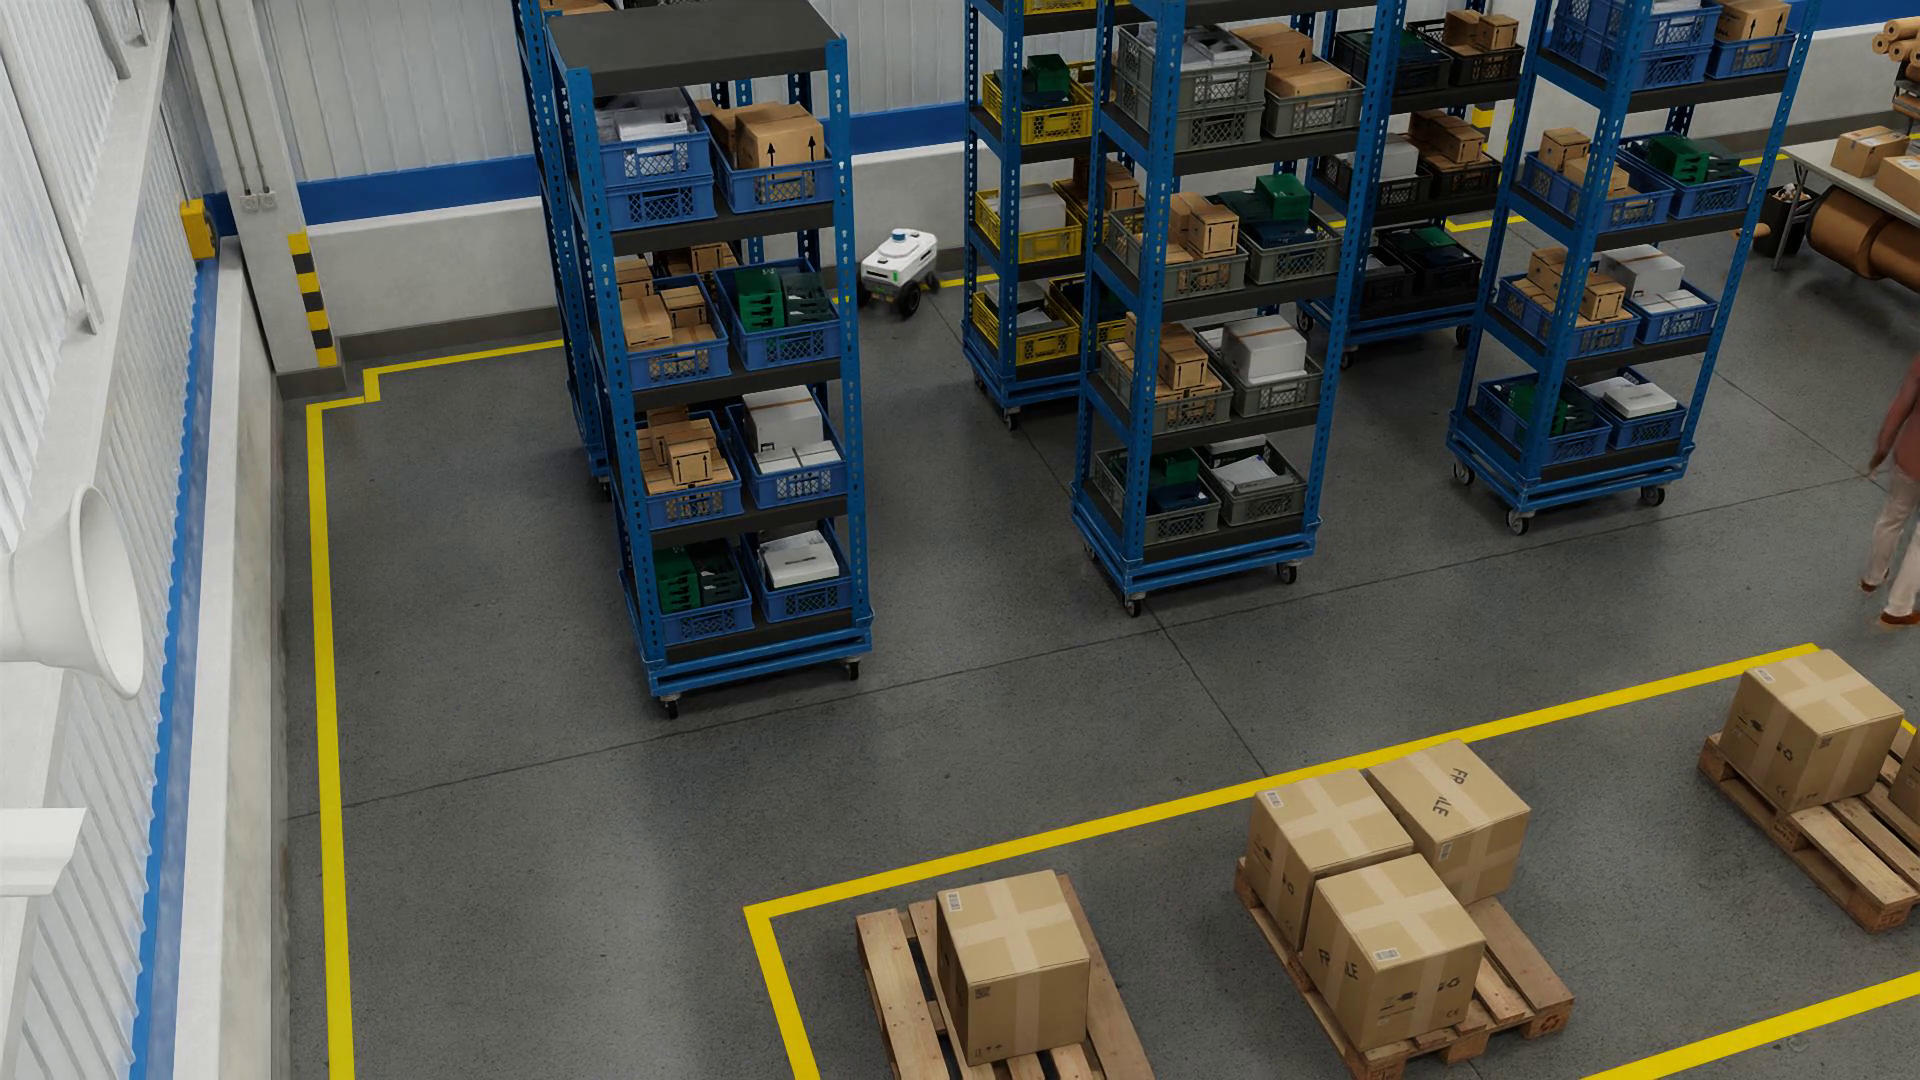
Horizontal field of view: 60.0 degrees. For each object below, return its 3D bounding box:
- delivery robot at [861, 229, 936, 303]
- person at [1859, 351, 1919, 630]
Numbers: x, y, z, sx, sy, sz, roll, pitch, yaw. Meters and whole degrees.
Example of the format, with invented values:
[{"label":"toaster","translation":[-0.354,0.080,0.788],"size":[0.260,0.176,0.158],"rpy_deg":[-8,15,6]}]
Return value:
[{"label":"delivery robot","translation":[-0.466,-2.147,12.753],"size":[0.477,0.478,0.707],"rpy_deg":[16,38,21]},{"label":"person","translation":[5.412,-0.442,9.193],"size":[0.434,1.997,0.620],"rpy_deg":[-26,43,-32]}]
